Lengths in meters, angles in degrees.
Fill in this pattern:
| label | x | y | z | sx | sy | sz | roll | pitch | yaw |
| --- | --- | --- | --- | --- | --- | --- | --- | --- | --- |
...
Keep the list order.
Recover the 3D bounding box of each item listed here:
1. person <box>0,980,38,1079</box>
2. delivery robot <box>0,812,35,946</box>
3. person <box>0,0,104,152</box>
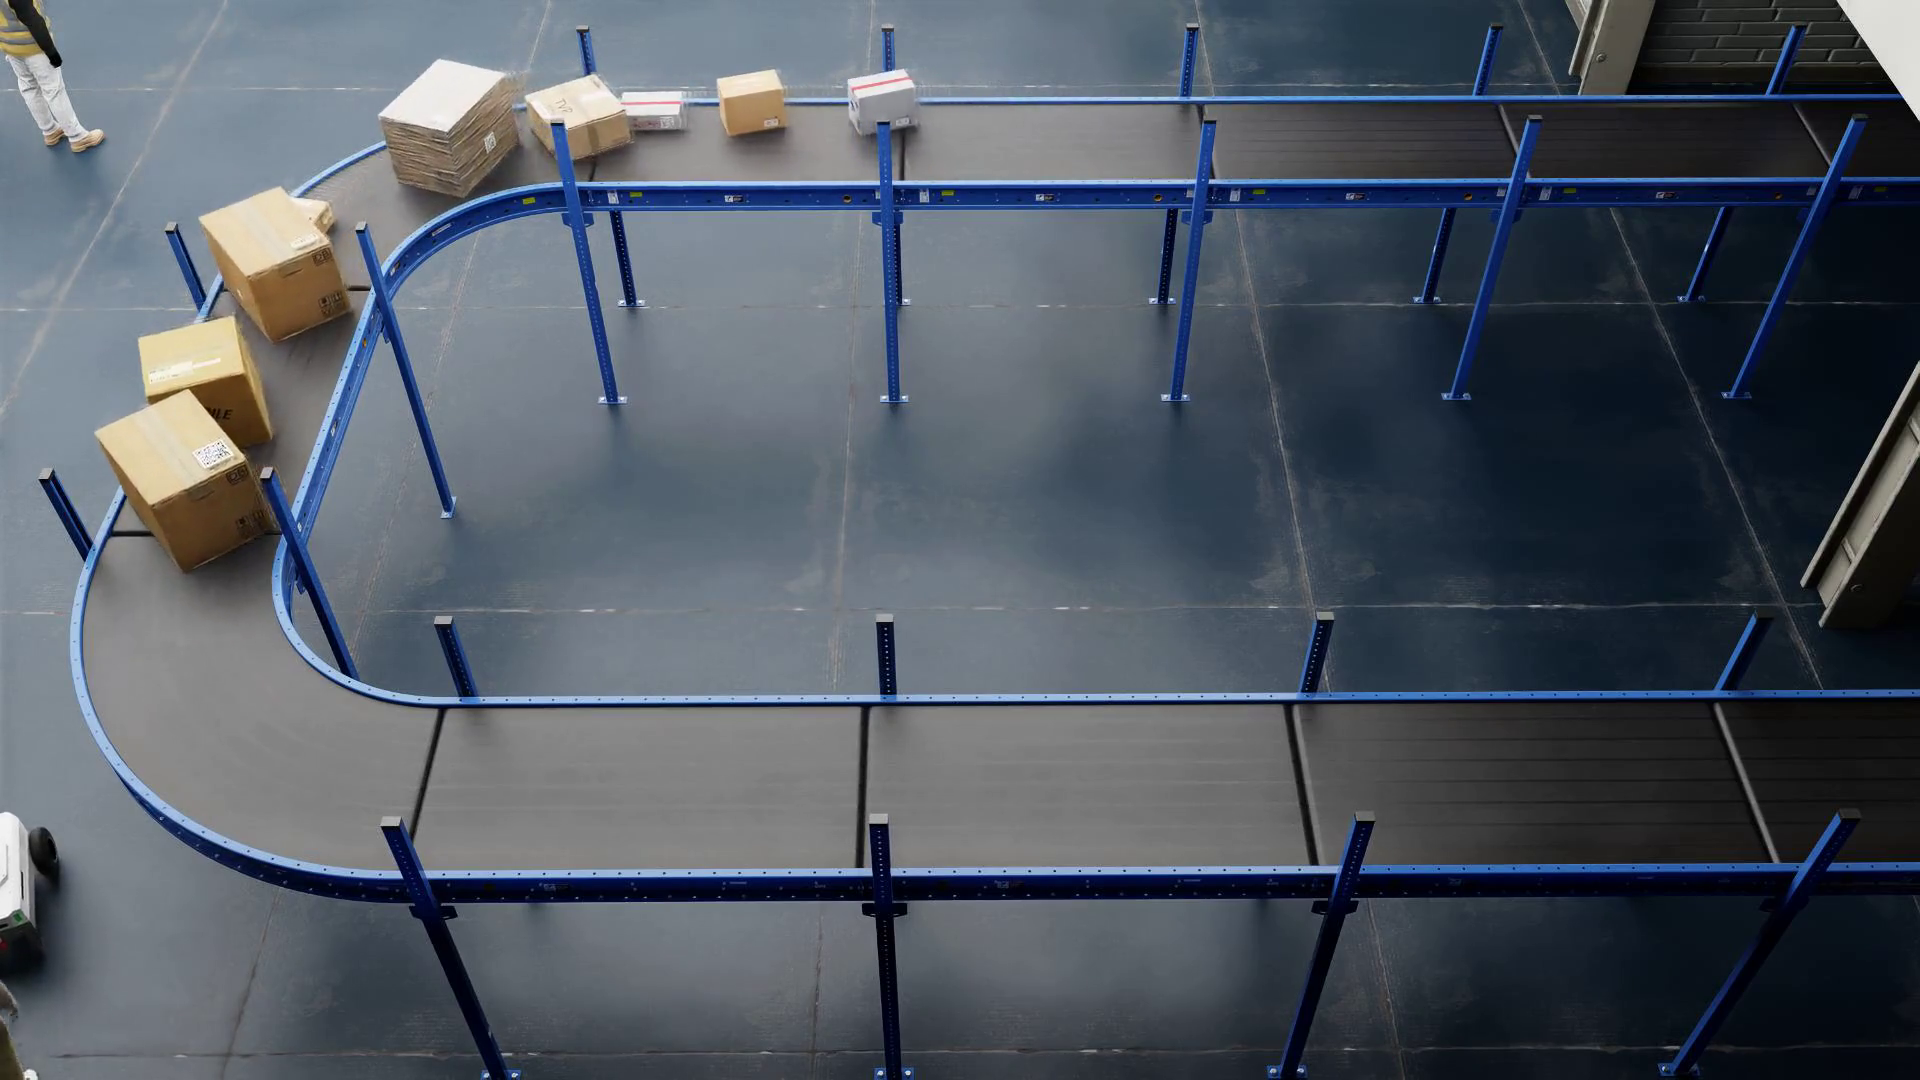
| label | x | y | z | sx | sy | sz | roll | pitch | yaw |
| --- | --- | --- | --- | --- | --- | --- | --- | --- | --- |
| person | -4.667 | 2.304 | 8.030 | 0.511 | 1.612 | 0.412 | -17 | 49 | -16 |
| delivery robot | -5.164 | 1.812 | 9.155 | 0.477 | 0.478 | 0.707 | -16 | 49 | -14 |
| person | -7.447 | -3.973 | 13.727 | 0.621 | 1.845 | 0.429 | 19 | 50 | 17 |
